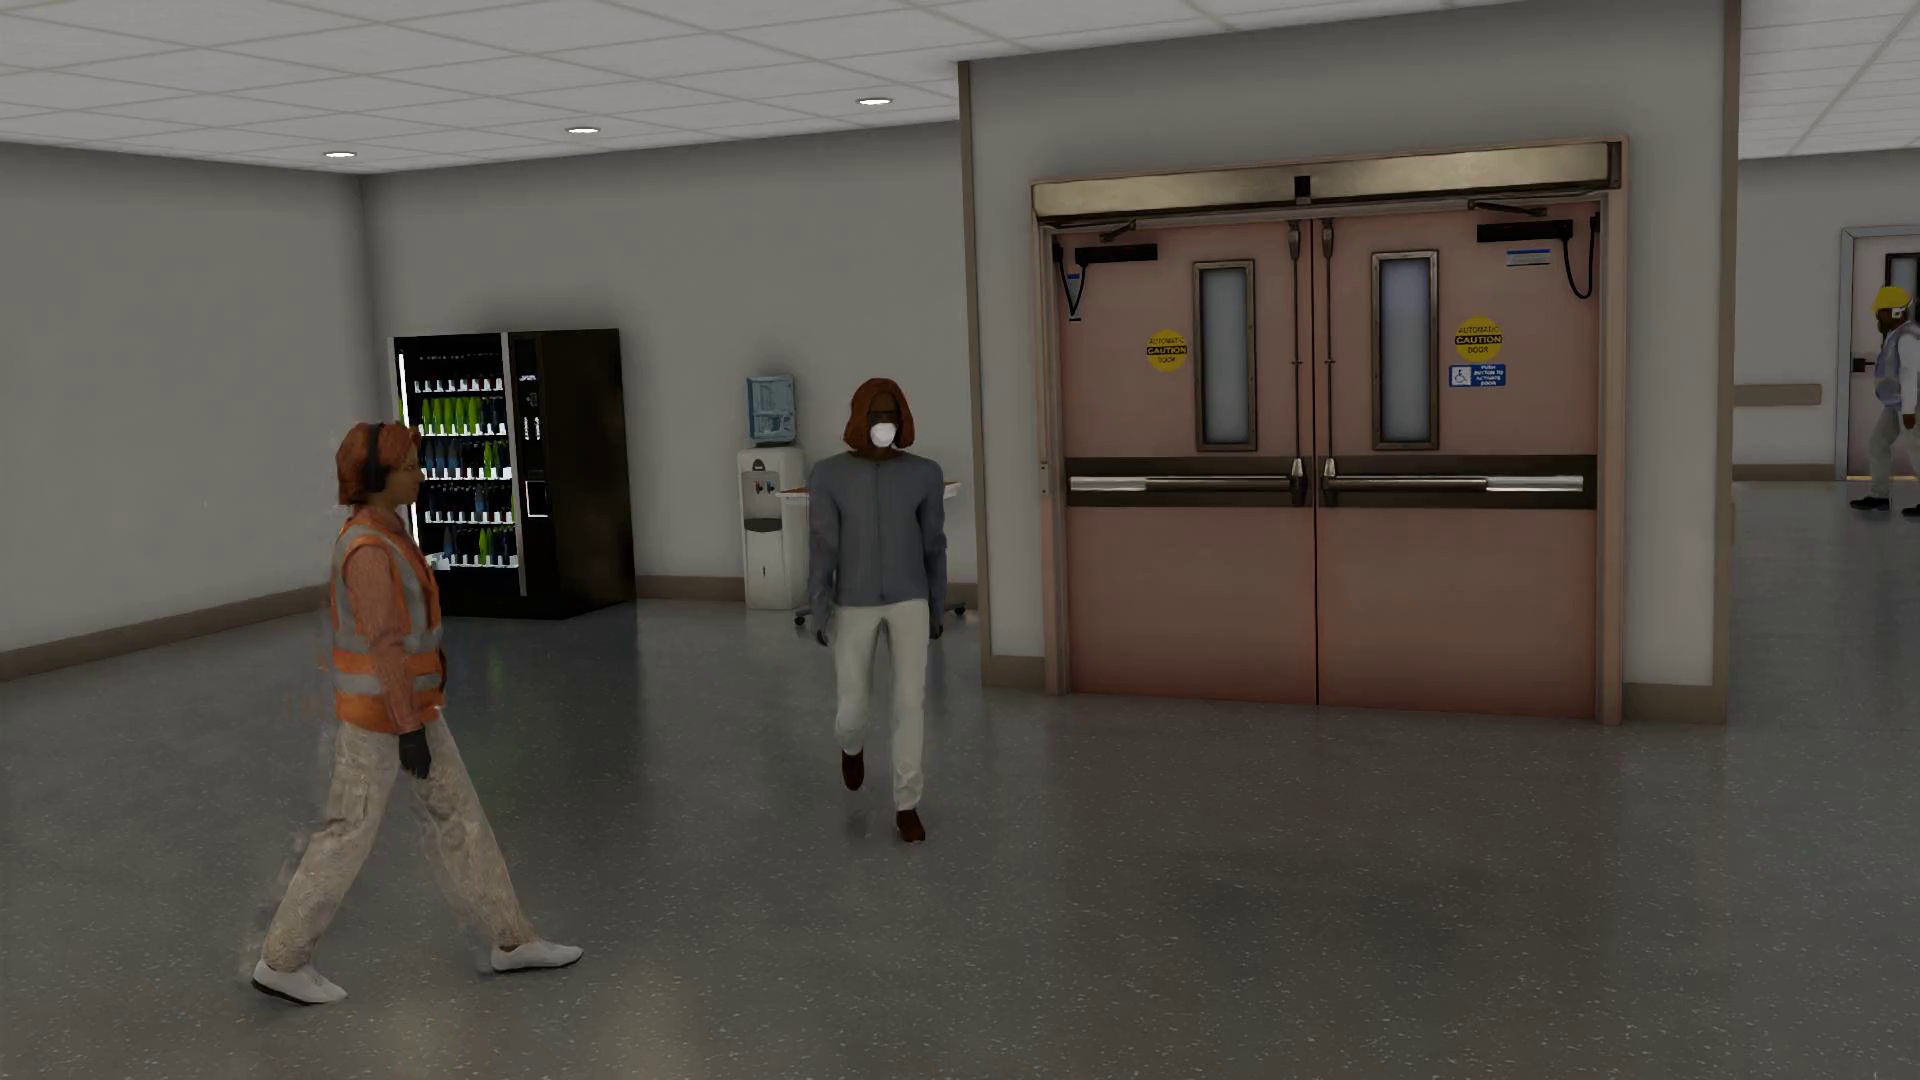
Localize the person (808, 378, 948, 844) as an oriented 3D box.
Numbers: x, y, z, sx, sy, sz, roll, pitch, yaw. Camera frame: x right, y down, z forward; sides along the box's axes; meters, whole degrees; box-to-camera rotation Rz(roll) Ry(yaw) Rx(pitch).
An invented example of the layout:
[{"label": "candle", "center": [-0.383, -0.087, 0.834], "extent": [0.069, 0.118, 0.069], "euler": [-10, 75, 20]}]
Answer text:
[{"label": "person", "center": [-0.291, 0.226, 5.940], "extent": [0.507, 1.615, 0.614], "euler": [-4, 8, -11]}]

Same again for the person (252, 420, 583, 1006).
[{"label": "person", "center": [-1.565, 0.473, 4.536], "extent": [0.870, 1.594, 0.534], "euler": [-3, 7, -9]}]

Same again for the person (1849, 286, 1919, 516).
[{"label": "person", "center": [7.281, -1.069, 12.921], "extent": [0.694, 1.792, 0.604], "euler": [0, 8, 20]}]
